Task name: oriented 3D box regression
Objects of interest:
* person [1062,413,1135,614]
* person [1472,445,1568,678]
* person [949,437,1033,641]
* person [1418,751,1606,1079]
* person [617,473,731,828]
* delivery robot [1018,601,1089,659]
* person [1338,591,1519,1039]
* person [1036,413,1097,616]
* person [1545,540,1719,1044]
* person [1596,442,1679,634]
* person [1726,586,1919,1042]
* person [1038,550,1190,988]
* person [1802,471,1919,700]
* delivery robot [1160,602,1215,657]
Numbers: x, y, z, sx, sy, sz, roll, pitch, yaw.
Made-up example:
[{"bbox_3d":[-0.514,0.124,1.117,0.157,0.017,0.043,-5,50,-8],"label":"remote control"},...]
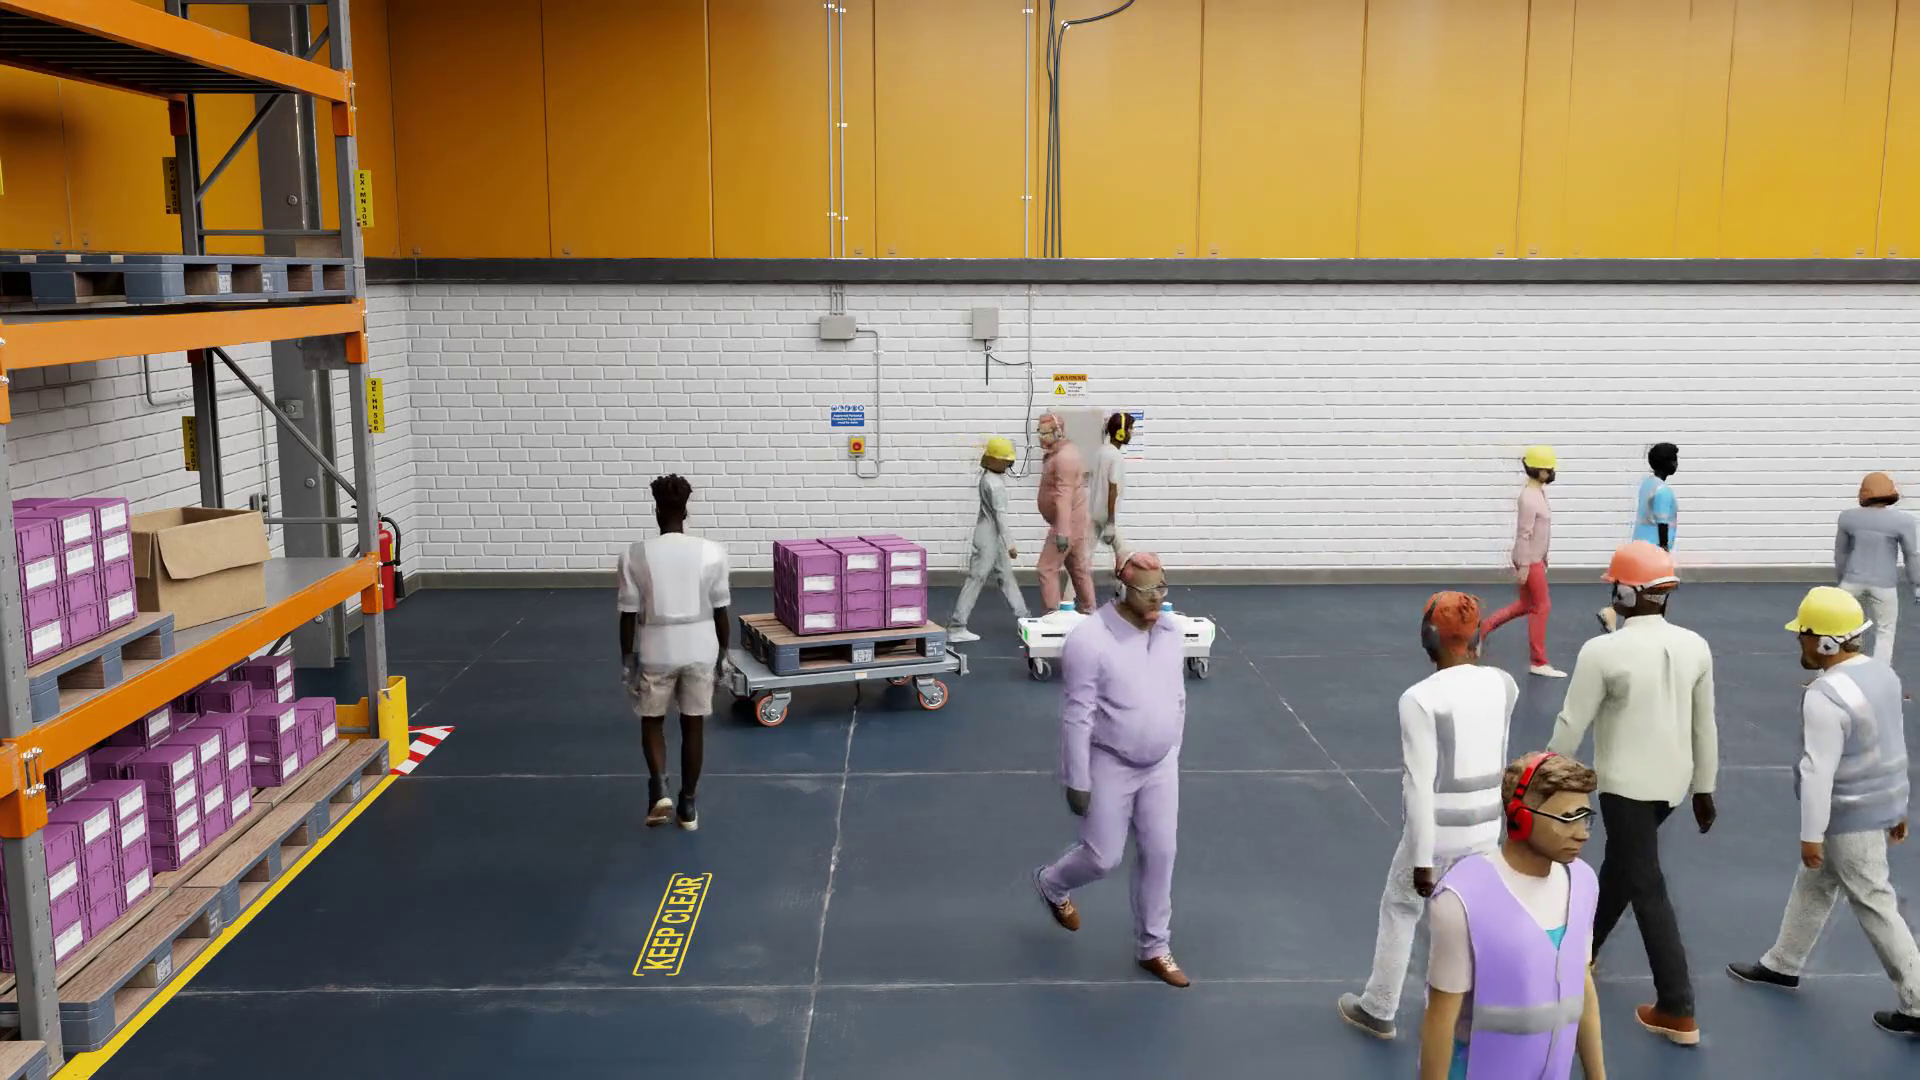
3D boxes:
[{"bbox_3d":[1.278,-0.205,14.410,0.990,1.801,0.654,-4,10,-21],"label":"person"},{"bbox_3d":[4.211,0.140,12.473,0.702,1.741,0.529,4,10,24],"label":"person"},{"bbox_3d":[0.317,0.004,13.446,0.890,1.685,0.510,0,9,-3],"label":"person"},{"bbox_3d":[1.417,1.432,4.272,0.618,1.835,0.461,-6,11,-33],"label":"person"},{"bbox_3d":[-1.523,0.617,8.937,0.602,1.947,0.476,-2,10,-14],"label":"person"},{"bbox_3d":[0.793,0.701,12.381,0.707,0.478,0.477,-1,9,-5],"label":"delivery robot"},{"bbox_3d":[1.879,1.112,6.264,0.574,1.843,0.952,-4,10,-25],"label":"person"},{"bbox_3d":[0.828,-0.107,13.624,0.741,1.865,0.742,0,9,0],"label":"person"},{"bbox_3d":[2.729,0.975,6.765,0.626,1.946,1.001,-4,10,-24],"label":"person"},{"bbox_3d":[5.453,0.053,13.207,0.559,1.680,0.546,1,9,6],"label":"person"},{"bbox_3d":[3.595,1.078,6.661,0.608,1.777,0.876,-8,13,-42],"label":"person"},{"bbox_3d":[0.667,0.942,7.170,0.654,1.879,0.746,-6,11,-32],"label":"person"},{"bbox_3d":[6.382,0.325,11.730,0.712,1.620,0.376,8,12,41],"label":"person"},{"bbox_3d":[1.522,0.706,12.355,0.707,0.478,0.477,-1,9,-7],"label":"delivery robot"}]
